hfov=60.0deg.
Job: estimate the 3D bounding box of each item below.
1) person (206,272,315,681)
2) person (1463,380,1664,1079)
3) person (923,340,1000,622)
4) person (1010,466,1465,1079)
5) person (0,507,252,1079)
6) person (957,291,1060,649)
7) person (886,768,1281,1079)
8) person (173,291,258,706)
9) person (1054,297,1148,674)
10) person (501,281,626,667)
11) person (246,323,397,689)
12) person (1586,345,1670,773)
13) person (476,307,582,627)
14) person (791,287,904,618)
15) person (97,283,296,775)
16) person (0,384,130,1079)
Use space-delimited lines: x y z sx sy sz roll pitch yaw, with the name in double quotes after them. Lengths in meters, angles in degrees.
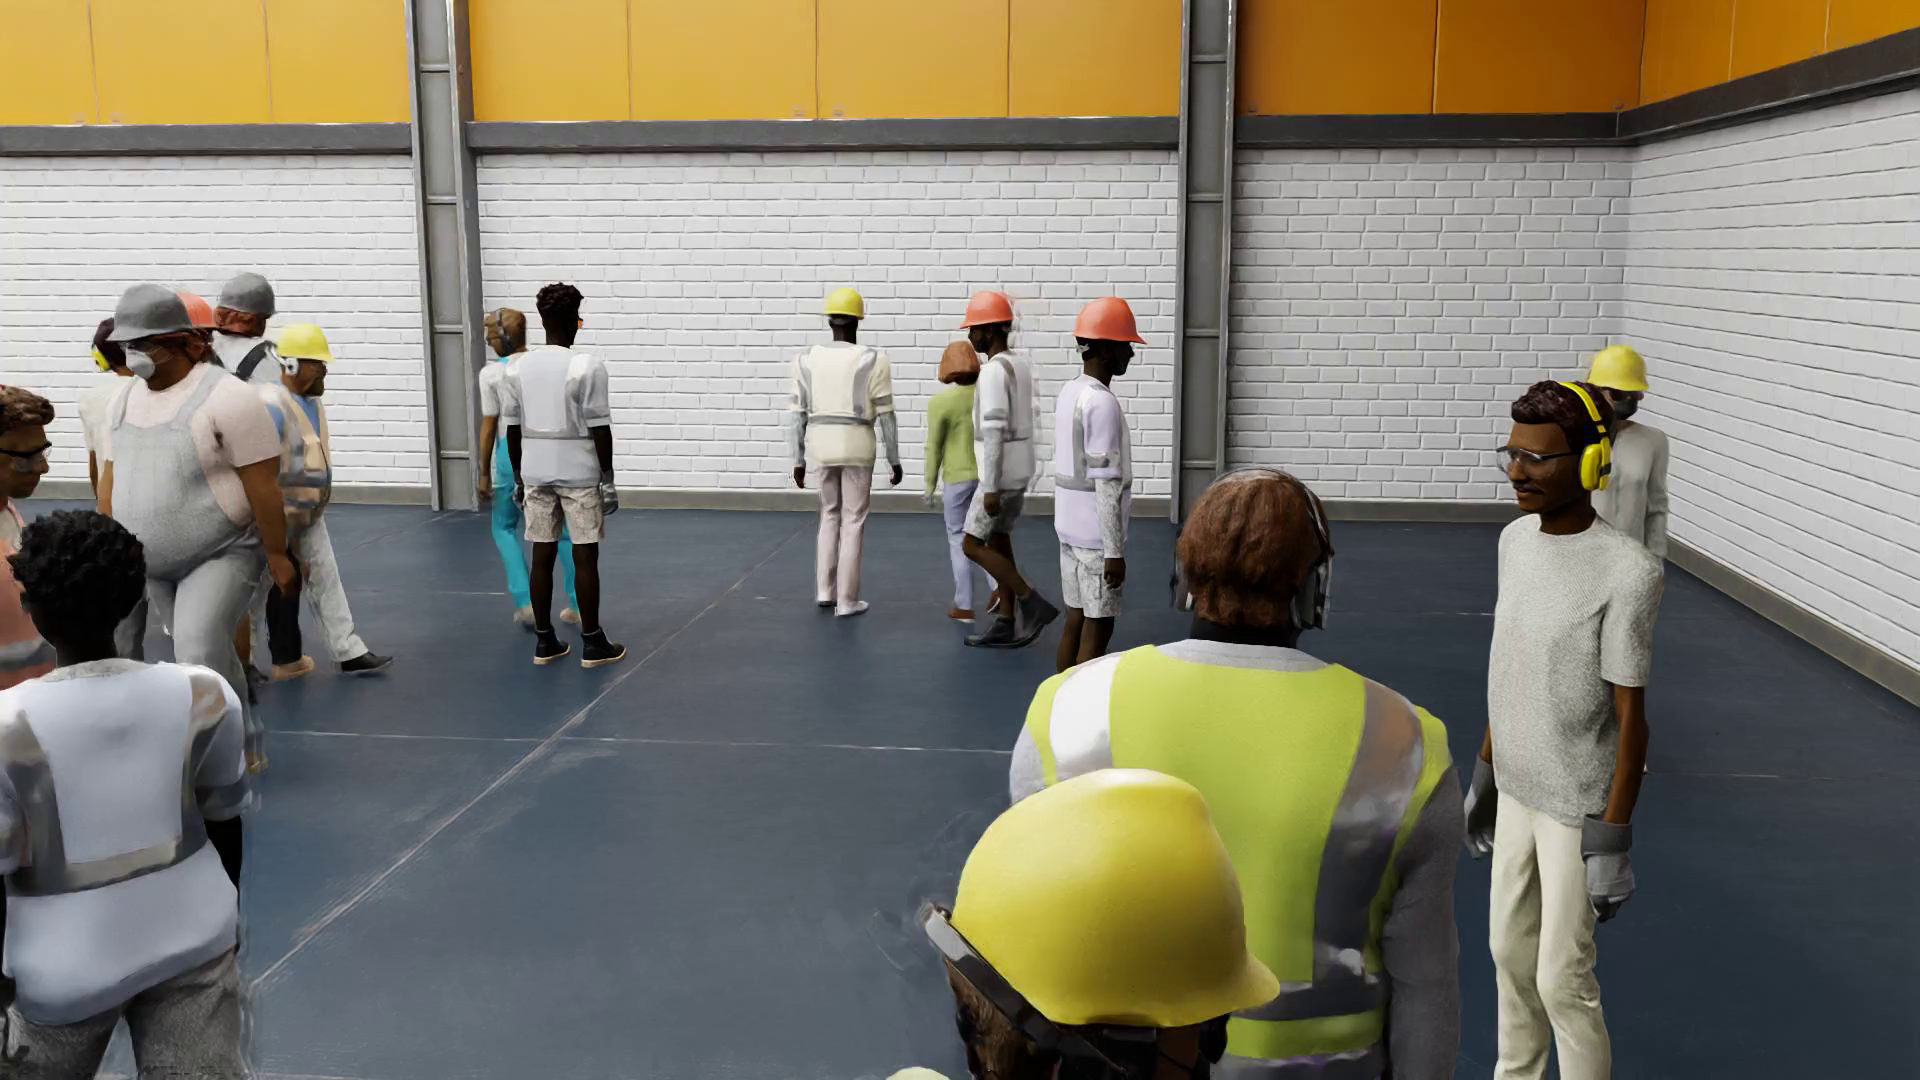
-3.533 -0.315 8.215 0.752 2.000 0.540 -2 10 -9 "person"
1.279 0.579 3.629 0.323 1.860 0.519 -3 10 -15 "person"
0.055 -0.326 9.487 0.531 1.612 0.413 -6 12 -32 "person"
0.383 0.805 2.412 0.638 1.831 0.429 2 10 14 "person"
-1.619 0.759 3.138 0.864 1.651 0.552 9 14 43 "person"
0.224 -0.347 8.756 0.497 1.916 0.575 4 11 20 "person"
0.142 1.026 1.399 0.836 1.724 0.555 -4 11 -20 "person"
-3.501 -0.168 7.669 0.362 1.938 0.545 -8 13 -40 "person"
0.581 -0.029 6.877 0.364 1.934 0.552 -2 10 -13 "person"
-2.024 -0.327 8.493 0.603 1.966 0.372 3 10 19 "person"
-3.250 -0.155 8.105 0.781 1.778 0.615 1 10 5 "person"
2.591 0.097 6.690 0.533 1.756 0.372 -1 10 -7 "person"
-2.394 -0.384 9.263 0.573 1.812 0.459 -9 13 -42 "person"
-0.641 -0.507 9.682 0.610 1.907 0.519 4 11 21 "person"
-2.973 0.025 6.271 0.710 2.000 0.886 4 11 22 "person"
-2.416 0.529 4.013 0.565 1.816 0.601 -4 11 -22 "person"
